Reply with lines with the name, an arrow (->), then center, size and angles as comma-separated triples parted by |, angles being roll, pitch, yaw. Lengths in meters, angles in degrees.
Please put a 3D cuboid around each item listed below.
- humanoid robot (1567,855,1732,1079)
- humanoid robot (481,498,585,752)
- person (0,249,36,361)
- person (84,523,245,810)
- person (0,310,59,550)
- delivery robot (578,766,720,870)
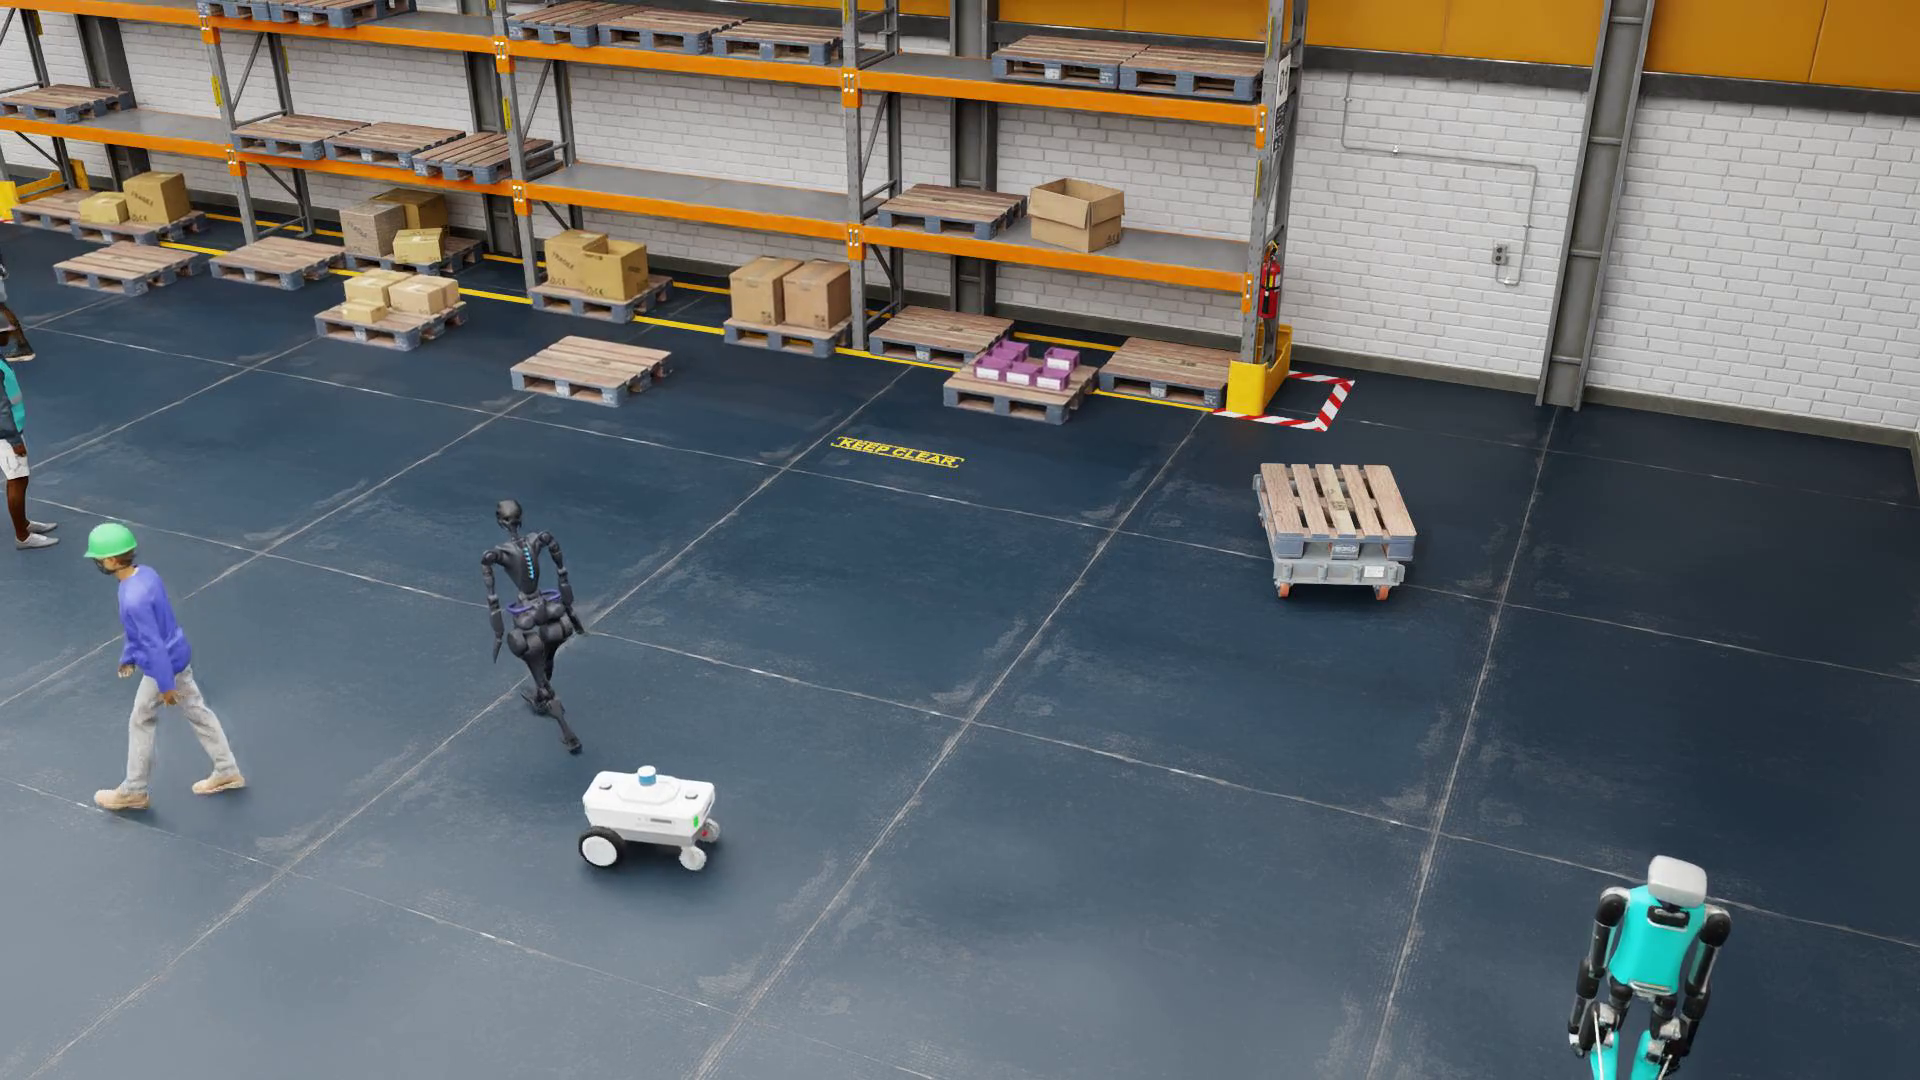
humanoid robot -> 2.884, 2.197, 7.074 | 0.560, 1.734, 1.032 | 6, 28, 12
humanoid robot -> -2.670, 0.513, 10.471 | 0.613, 1.605, 0.792 | -22, 34, -36
person -> -9.631, -2.607, 16.188 | 0.512, 1.926, 0.627 | 13, 30, 23
person -> -4.811, 0.749, 9.776 | 0.918, 1.829, 0.476 | -6, 28, -12
person -> -7.322, -0.854, 12.790 | 0.472, 1.924, 0.538 | -14, 30, -25
delivery robot -> -1.785, 1.568, 9.568 | 0.783, 0.584, 0.499 | 5, 28, 9
